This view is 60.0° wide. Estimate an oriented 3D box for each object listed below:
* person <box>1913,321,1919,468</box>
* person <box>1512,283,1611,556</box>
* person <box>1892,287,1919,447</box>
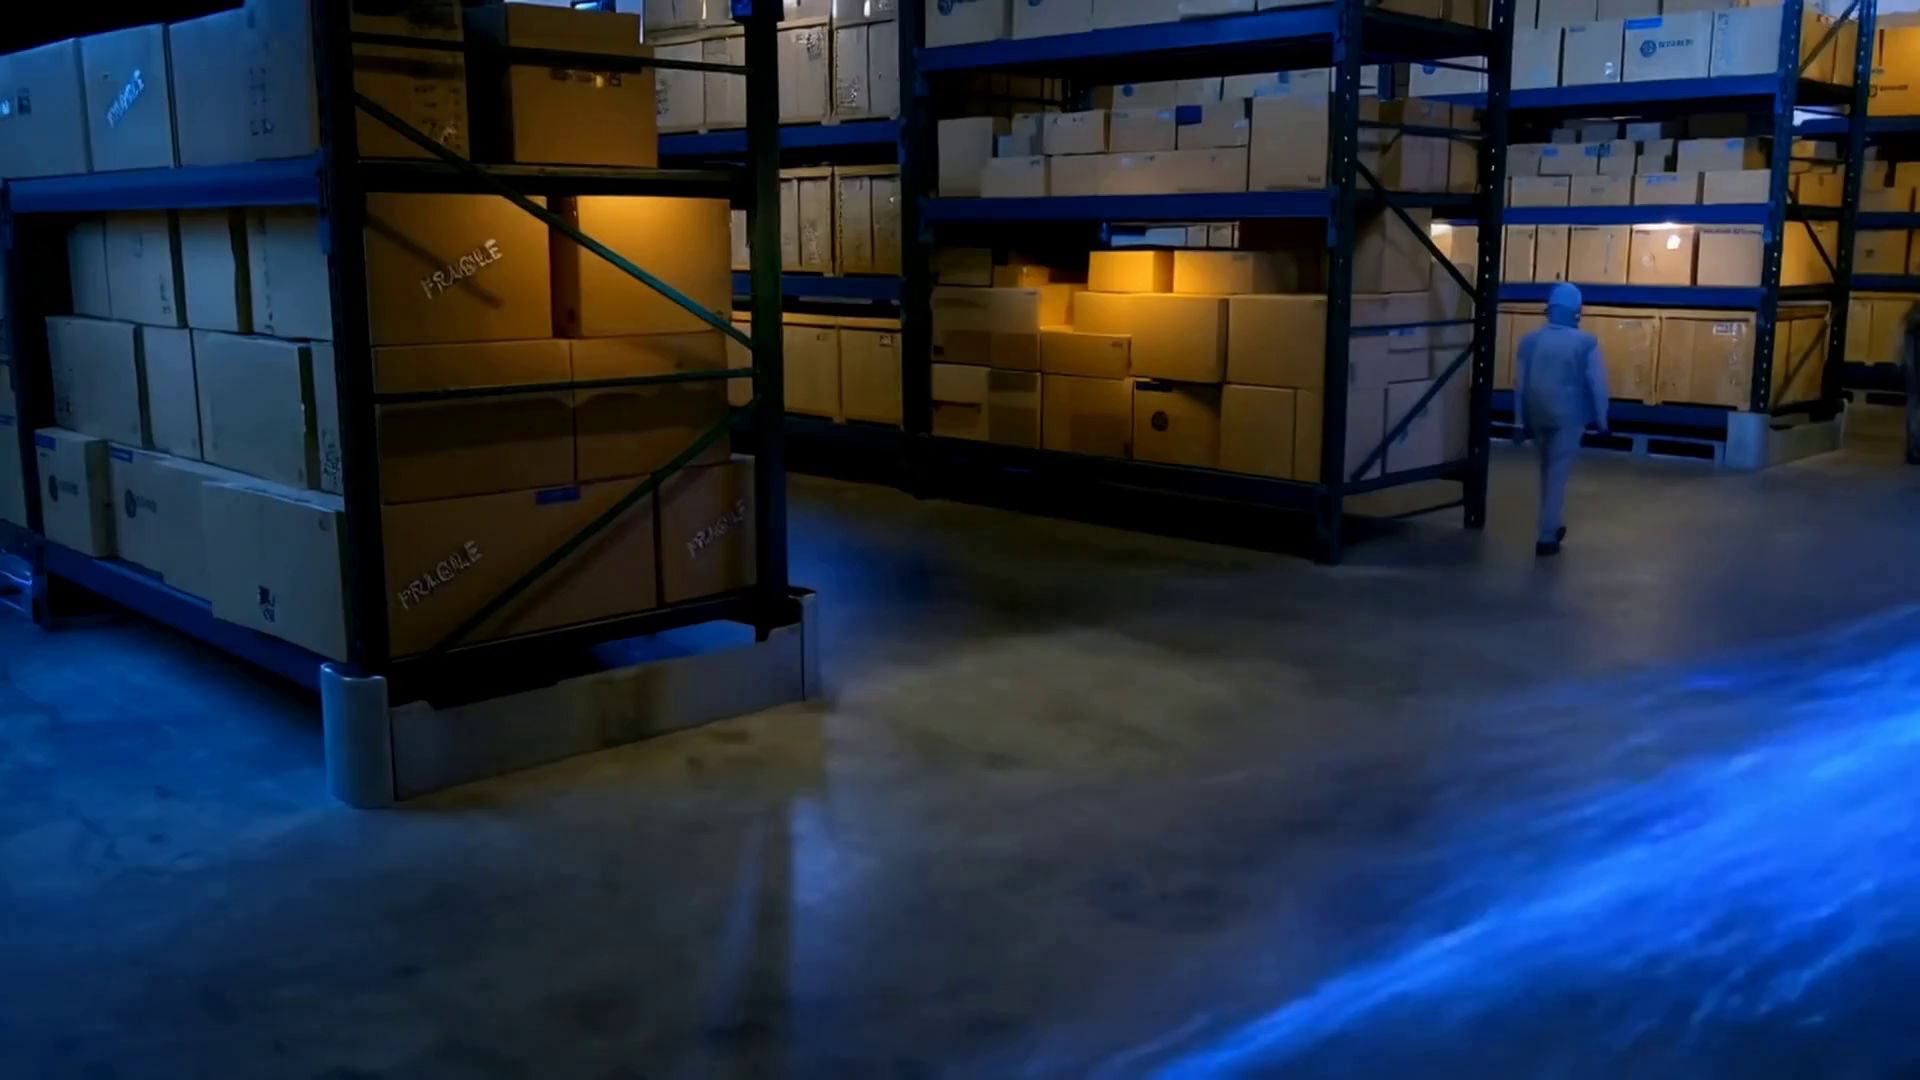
[{"bbox_3d":[9.134,-1.619,15.381,0.989,1.881,0.571,-9,14,-41],"label":"person"},{"bbox_3d":[4.098,-0.819,11.228,0.756,1.808,0.600,-9,14,-41],"label":"person"},{"bbox_3d":[9.650,-1.763,16.625,0.597,1.725,0.546,6,12,31],"label":"person"}]
